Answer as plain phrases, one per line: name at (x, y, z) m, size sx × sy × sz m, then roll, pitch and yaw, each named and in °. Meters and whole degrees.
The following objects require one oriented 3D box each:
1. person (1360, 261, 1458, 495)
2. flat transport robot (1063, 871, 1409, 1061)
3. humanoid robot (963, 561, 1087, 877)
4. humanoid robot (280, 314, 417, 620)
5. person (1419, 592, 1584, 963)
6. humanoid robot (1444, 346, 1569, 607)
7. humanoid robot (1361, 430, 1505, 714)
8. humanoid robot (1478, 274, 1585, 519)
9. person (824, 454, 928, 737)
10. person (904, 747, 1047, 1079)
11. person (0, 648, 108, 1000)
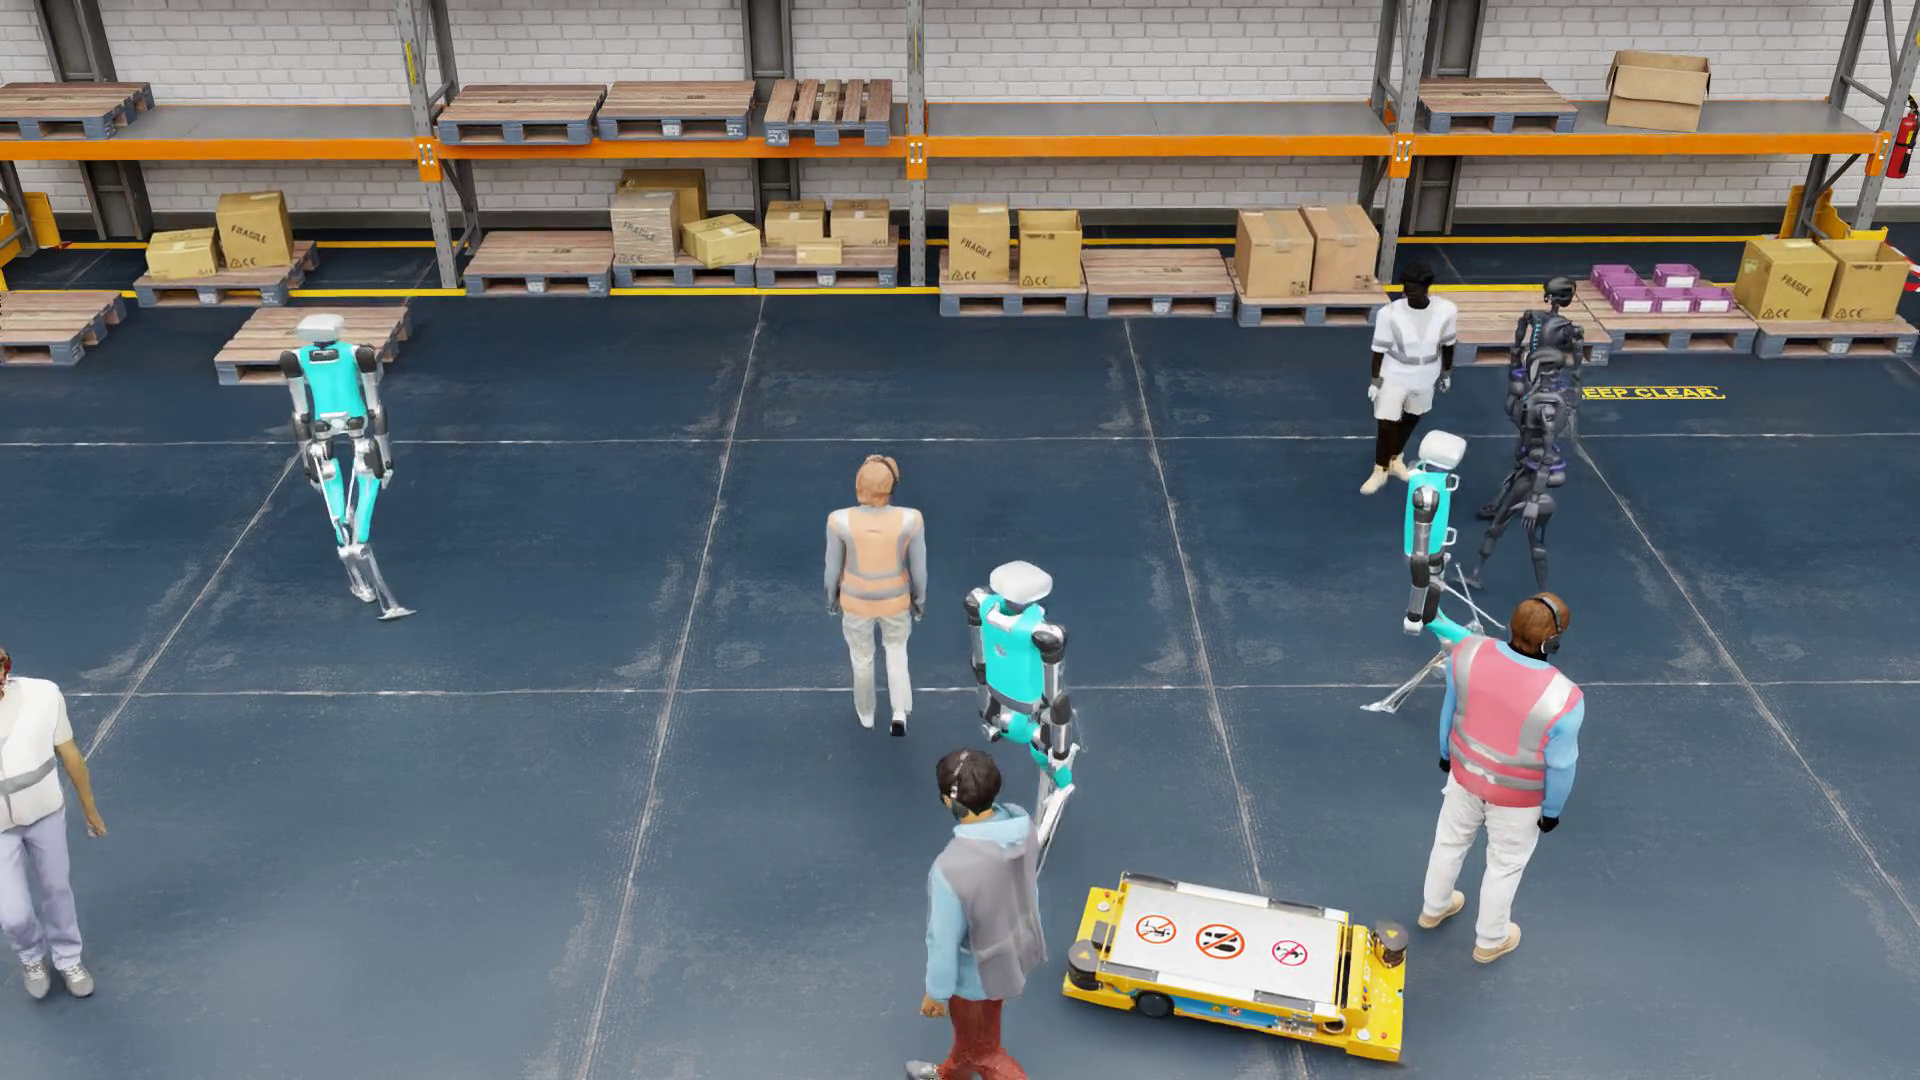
person at (2.911, -1.077, 10.853) m, size 0.558 × 1.660 × 0.437 m, roll -3°, pitch 31°, yaw -5°
flat transport robot at (1.221, 1.857, 7.320) m, size 1.431 × 0.231 × 0.659 m, roll 8°, pitch 32°, yaw 13°
humanoid robot at (0.413, 0.797, 7.655) m, size 0.541 × 1.770 × 0.795 m, roll 27°, pitch 40°, yaw 37°
humanoid robot at (-3.534, -0.332, 9.531) m, size 0.591 × 1.761 × 0.888 m, roll -3°, pitch 31°, yaw -5°
person at (2.342, 1.022, 7.198) m, size 0.431 × 1.837 × 0.630 m, roll -26°, pitch 39°, yaw -36°
humanoid robot at (3.255, -0.340, 9.627) m, size 0.685 × 1.635 × 0.605 m, roll 3°, pitch 31°, yaw 5°
humanoid robot at (2.655, 0.305, 8.518) m, size 1.003 × 1.777 × 0.543 m, roll 10°, pitch 32°, yaw 16°
humanoid robot at (3.694, -0.899, 10.585) m, size 0.731 × 1.626 × 0.596 m, roll -18°, pitch 35°, yaw -27°
person at (-0.428, 0.336, 8.536) m, size 0.530 × 1.624 × 0.444 m, roll -4°, pitch 31°, yaw -6°
person at (0.134, 1.587, 6.247) m, size 0.794 × 1.847 × 0.546 m, roll 16°, pitch 35°, yaw 25°
person at (-3.923, 1.175, 6.941) m, size 0.593 × 1.824 × 0.455 m, roll -24°, pitch 38°, yaw -34°
